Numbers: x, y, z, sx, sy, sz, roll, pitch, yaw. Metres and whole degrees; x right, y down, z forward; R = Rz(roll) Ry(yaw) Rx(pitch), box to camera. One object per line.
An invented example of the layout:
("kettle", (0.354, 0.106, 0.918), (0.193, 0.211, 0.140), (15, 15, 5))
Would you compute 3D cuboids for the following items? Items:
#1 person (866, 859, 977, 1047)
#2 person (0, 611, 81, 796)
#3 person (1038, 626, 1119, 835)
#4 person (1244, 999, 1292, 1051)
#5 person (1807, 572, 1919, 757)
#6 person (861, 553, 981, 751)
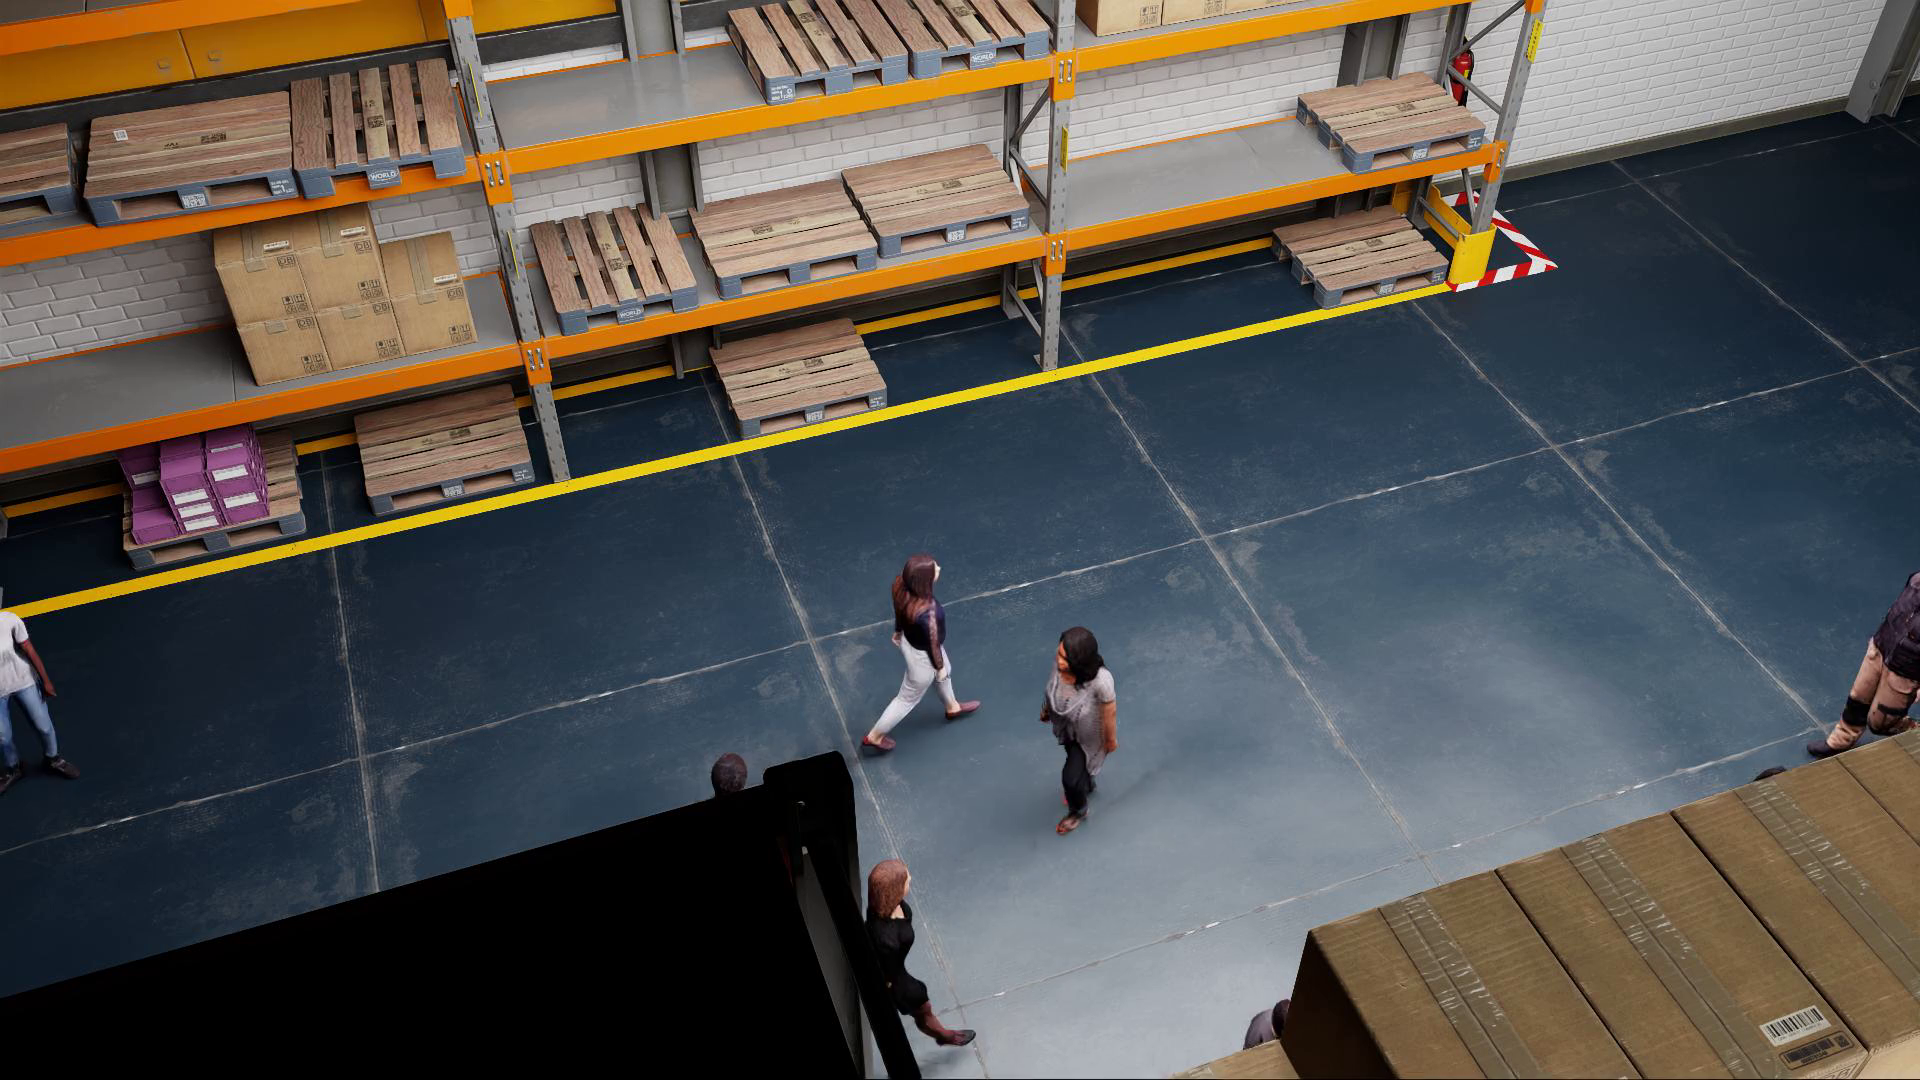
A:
("person", (-0.482, 2.260, 8.590), (1.125, 1.643, 0.693), (-7, 44, -7))
("person", (-5.769, 0.898, 9.983), (0.641, 1.693, 0.896), (-16, 46, -16))
("person", (0.785, 1.052, 9.899), (0.773, 1.588, 0.742), (-28, 50, -26))
("person", (1.369, 2.766, 8.000), (1.082, 1.724, 0.698), (-11, 45, -12))
("person", (5.794, 0.723, 10.070), (0.960, 1.828, 0.791), (-5, 44, -5))
("person", (-0.298, 0.726, 10.253), (1.072, 1.571, 0.625), (-16, 46, -16))
